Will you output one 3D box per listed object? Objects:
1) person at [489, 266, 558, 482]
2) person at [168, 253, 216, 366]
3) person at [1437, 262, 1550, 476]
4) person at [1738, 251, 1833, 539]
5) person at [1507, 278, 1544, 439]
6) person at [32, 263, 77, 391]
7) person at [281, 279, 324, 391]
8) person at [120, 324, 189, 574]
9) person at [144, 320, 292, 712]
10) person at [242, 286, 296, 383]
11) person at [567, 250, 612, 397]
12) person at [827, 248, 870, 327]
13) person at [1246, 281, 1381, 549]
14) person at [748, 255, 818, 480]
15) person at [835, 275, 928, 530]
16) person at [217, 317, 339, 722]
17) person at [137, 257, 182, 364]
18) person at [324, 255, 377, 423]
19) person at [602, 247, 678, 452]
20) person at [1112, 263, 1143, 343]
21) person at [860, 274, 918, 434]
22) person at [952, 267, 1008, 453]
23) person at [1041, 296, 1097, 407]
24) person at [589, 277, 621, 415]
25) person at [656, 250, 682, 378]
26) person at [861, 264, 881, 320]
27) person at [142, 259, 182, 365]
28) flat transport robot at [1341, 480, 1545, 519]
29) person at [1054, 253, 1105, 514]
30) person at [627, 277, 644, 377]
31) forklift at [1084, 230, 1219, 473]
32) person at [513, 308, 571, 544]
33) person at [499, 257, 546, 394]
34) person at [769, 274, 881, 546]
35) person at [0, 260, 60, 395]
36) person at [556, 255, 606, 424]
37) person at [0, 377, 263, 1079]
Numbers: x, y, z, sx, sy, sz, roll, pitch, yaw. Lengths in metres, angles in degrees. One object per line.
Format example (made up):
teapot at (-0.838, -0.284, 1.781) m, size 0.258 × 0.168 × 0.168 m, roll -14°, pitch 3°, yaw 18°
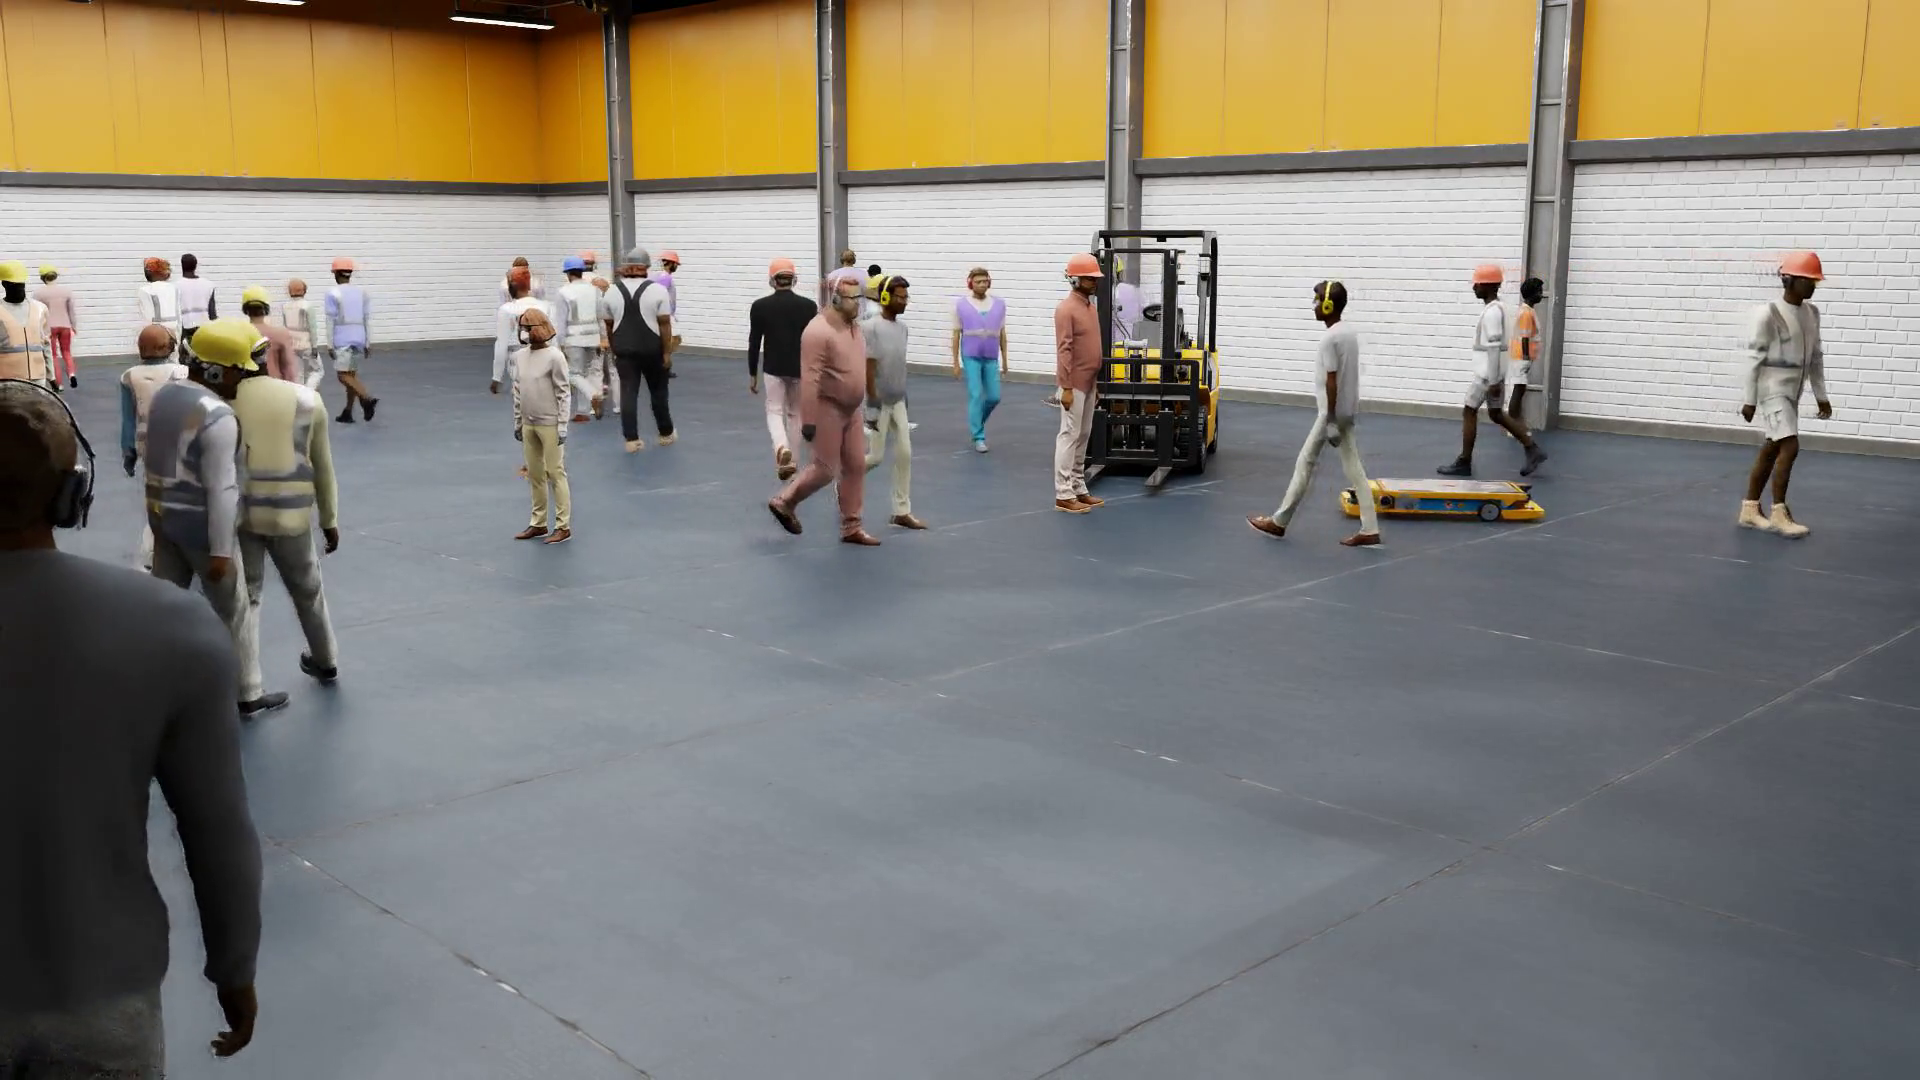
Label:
person at (-3.827, -1.436, 14.459) m, size 0.678 × 1.861 × 0.574 m, roll 6°, pitch 12°, yaw 28°
person at (-9.868, -2.736, 21.450) m, size 0.548 × 1.898 × 0.609 m, roll 9°, pitch 13°, yaw 39°
person at (4.749, -1.489, 14.649) m, size 0.880 × 1.909 × 0.549 m, roll 5°, pitch 12°, yaw 25°
person at (5.942, -1.028, 11.812) m, size 0.605 × 2.013 × 0.798 m, roll -6°, pitch 12°, yaw -31°
person at (5.957, -1.914, 17.551) m, size 0.321 × 1.690 × 0.529 m, roll 3°, pitch 11°, yaw 18°
person at (-12.388, -2.906, 22.763) m, size 0.378 × 1.750 × 0.550 m, roll 9°, pitch 14°, yaw 41°
person at (-7.796, -2.277, 19.717) m, size 0.518 × 1.620 × 0.369 m, roll 4°, pitch 11°, yaw 21°
person at (-4.958, -0.549, 10.379) m, size 0.515 × 1.585 × 0.895 m, roll 2°, pitch 11°, yaw 12°
person at (-3.350, -0.044, 7.127) m, size 0.640 × 1.785 × 0.809 m, roll 8°, pitch 13°, yaw 36°
person at (-5.621, -1.161, 13.335) m, size 0.540 × 1.718 × 0.905 m, roll -6°, pitch 12°, yaw -29°
person at (-4.779, -2.781, 21.582) m, size 0.637 × 1.955 × 0.945 m, roll -4°, pitch 11°, yaw -21°
person at (-1.599, -3.220, 23.983) m, size 0.630 × 1.940 × 0.372 m, roll -2°, pitch 11°, yaw -11°
person at (2.509, -0.863, 11.461) m, size 0.975 × 1.819 × 0.518 m, roll 8°, pitch 13°, yaw 38°
person at (-1.513, -1.480, 14.443) m, size 0.623 × 1.966 × 0.839 m, roll -3°, pitch 11°, yaw -15°
person at (-0.581, -1.003, 12.138) m, size 0.742 × 1.848 × 0.529 m, roll 9°, pitch 14°, yaw 40°
person at (-3.171, -0.121, 7.538) m, size 0.636 × 1.767 × 0.719 m, roll -6°, pitch 12°, yaw -30°
person at (-9.100, -2.271, 18.956) m, size 0.346 × 1.882 × 0.578 m, roll 3°, pitch 11°, yaw 18°
person at (-6.856, -2.247, 18.767) m, size 0.779 × 1.912 × 0.545 m, roll 8°, pitch 13°, yaw 37°
person at (-3.168, -1.933, 16.685) m, size 0.710 × 2.000 × 0.926 m, roll 1°, pitch 10°, yaw 8°
person at (1.815, -2.225, 18.706) m, size 0.601 × 1.879 × 0.651 m, roll -9°, pitch 14°, yaw -40°
person at (-0.807, -1.986, 17.876) m, size 0.828 × 1.709 × 0.511 m, roll 0°, pitch 10°, yaw 0°
person at (0.186, -1.790, 16.483) m, size 0.584 × 1.826 × 0.530 m, roll -4°, pitch 11°, yaw -20°
person at (1.523, -2.529, 20.571) m, size 0.999 × 1.813 × 0.557 m, roll 6°, pitch 12°, yaw 28°
person at (-4.239, -2.299, 19.762) m, size 0.515 × 1.645 × 0.309 m, roll -6°, pitch 12°, yaw -31°
person at (-4.362, -3.356, 24.823) m, size 0.458 × 1.900 × 0.573 m, roll -3°, pitch 11°, yaw -16°
person at (-1.270, -3.298, 25.056) m, size 0.540 × 1.698 × 0.317 m, roll -5°, pitch 12°, yaw -27°
person at (-11.240, -3.030, 23.346) m, size 0.916 × 1.815 × 0.539 m, roll 4°, pitch 11°, yaw 21°
flat transport robot at (3.676, -0.322, 12.732) m, size 1.431 × 0.197 × 0.652 m, roll 1°, pitch 11°, yaw 8°
person at (0.931, -1.212, 12.878) m, size 0.386 × 1.992 × 0.625 m, roll 5°, pitch 11°, yaw 25°
person at (-4.962, -3.295, 25.309) m, size 0.511 × 1.601 × 0.801 m, roll -3°, pitch 11°, yaw -15°
forklift at (1.804, -1.825, 15.677) m, size 1.214 × 2.155 × 2.313 m, roll 2°, pitch 11°, yaw 13°
person at (-2.916, -0.791, 11.570) m, size 0.509 × 1.632 × 0.266 m, roll 7°, pitch 13°, yaw 34°
person at (-5.864, -2.873, 22.356) m, size 0.624 × 1.844 × 0.429 m, roll -4°, pitch 11°, yaw -23°
person at (-0.934, -0.887, 11.442) m, size 0.702 × 1.877 × 0.691 m, roll 6°, pitch 12°, yaw 29°
person at (-7.961, -1.404, 14.117) m, size 0.379 × 1.923 × 0.595 m, roll 7°, pitch 13°, yaw 34°
person at (-4.204, -2.225, 18.616) m, size 0.707 × 1.919 × 0.606 m, roll 9°, pitch 14°, yaw 40°
person at (-1.412, 0.720, 2.557) m, size 0.673 × 1.908 × 0.607 m, roll -6°, pitch 12°, yaw -29°
